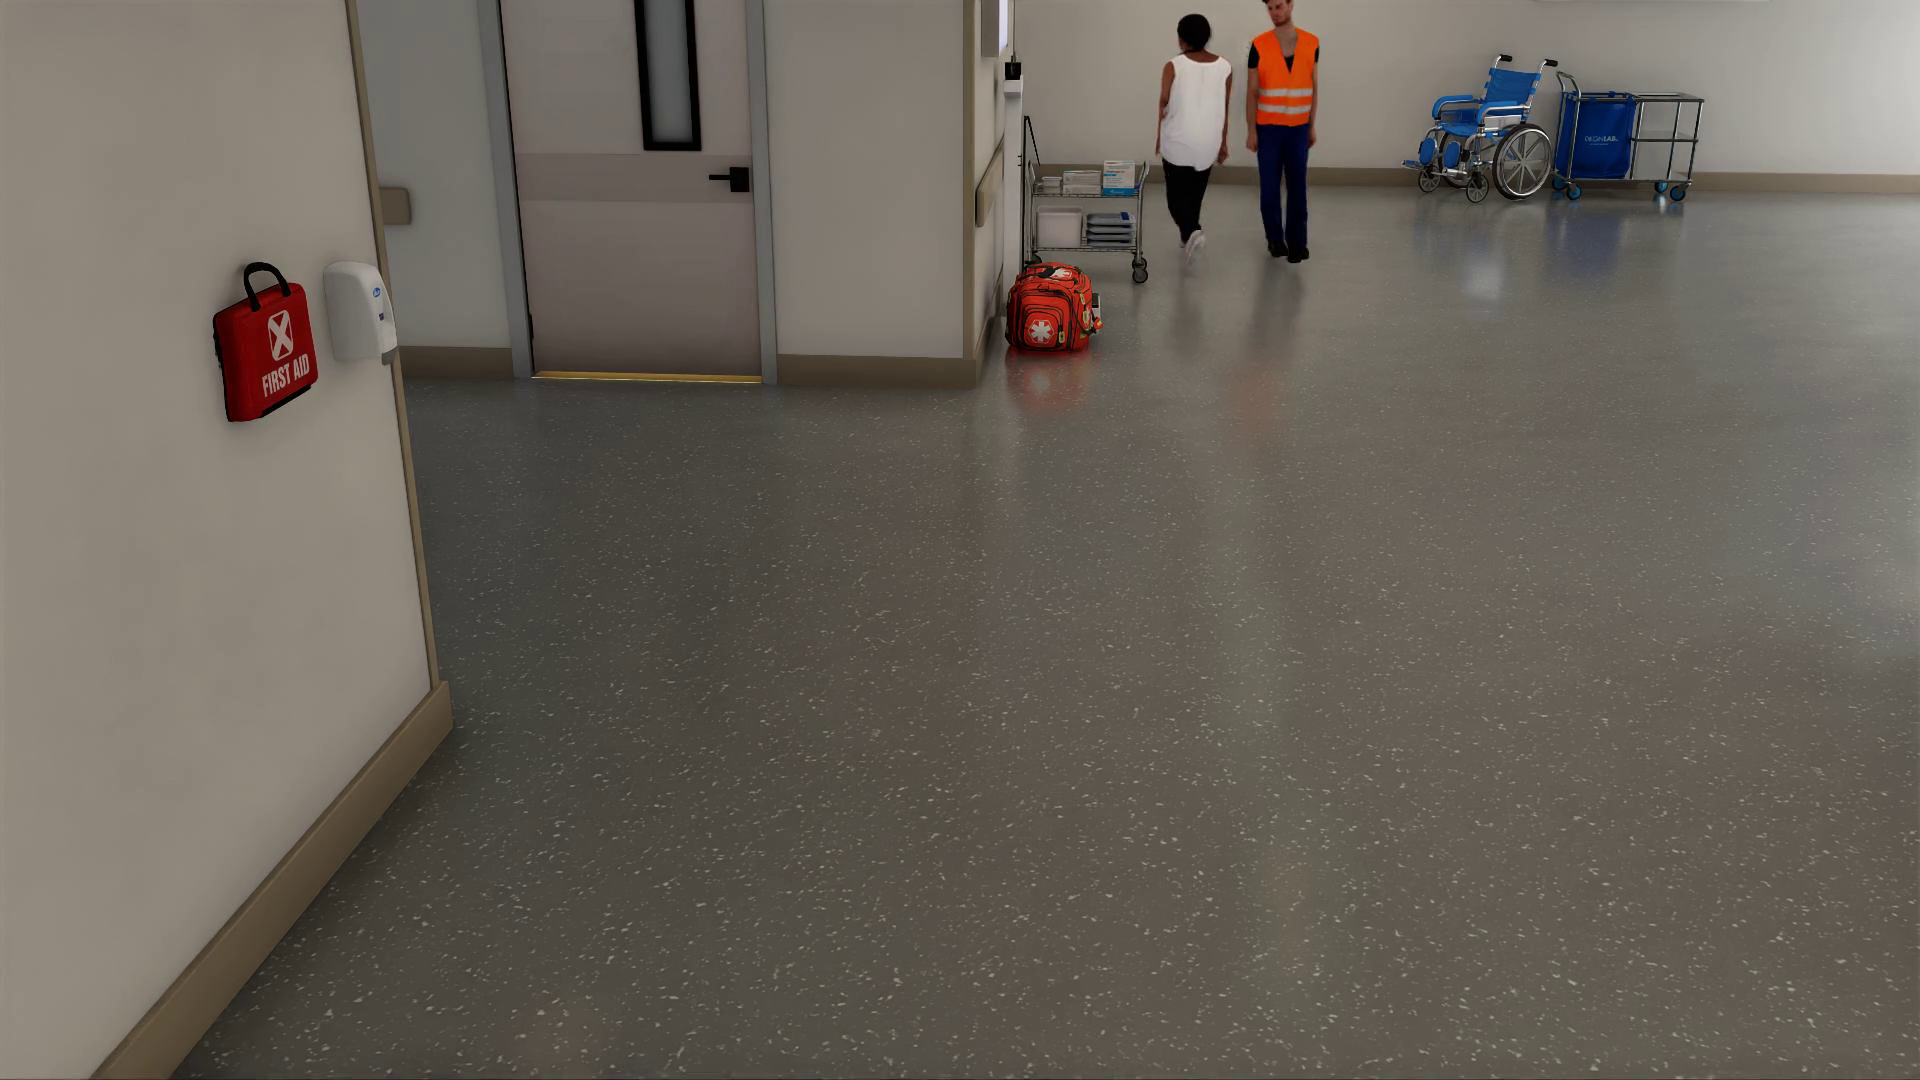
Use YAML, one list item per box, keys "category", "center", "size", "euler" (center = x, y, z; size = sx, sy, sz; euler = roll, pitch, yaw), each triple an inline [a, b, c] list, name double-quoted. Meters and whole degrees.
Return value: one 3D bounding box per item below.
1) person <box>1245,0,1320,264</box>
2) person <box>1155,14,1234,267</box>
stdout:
- category: "person"
  center: [2.212, -2.870, 11.539]
  size: [0.757, 1.847, 1.101]
  euler: [-1, 21, -3]
- category: "person"
  center: [1.570, -2.705, 11.370]
  size: [0.898, 1.658, 1.143]
  euler: [-5, 21, -14]
